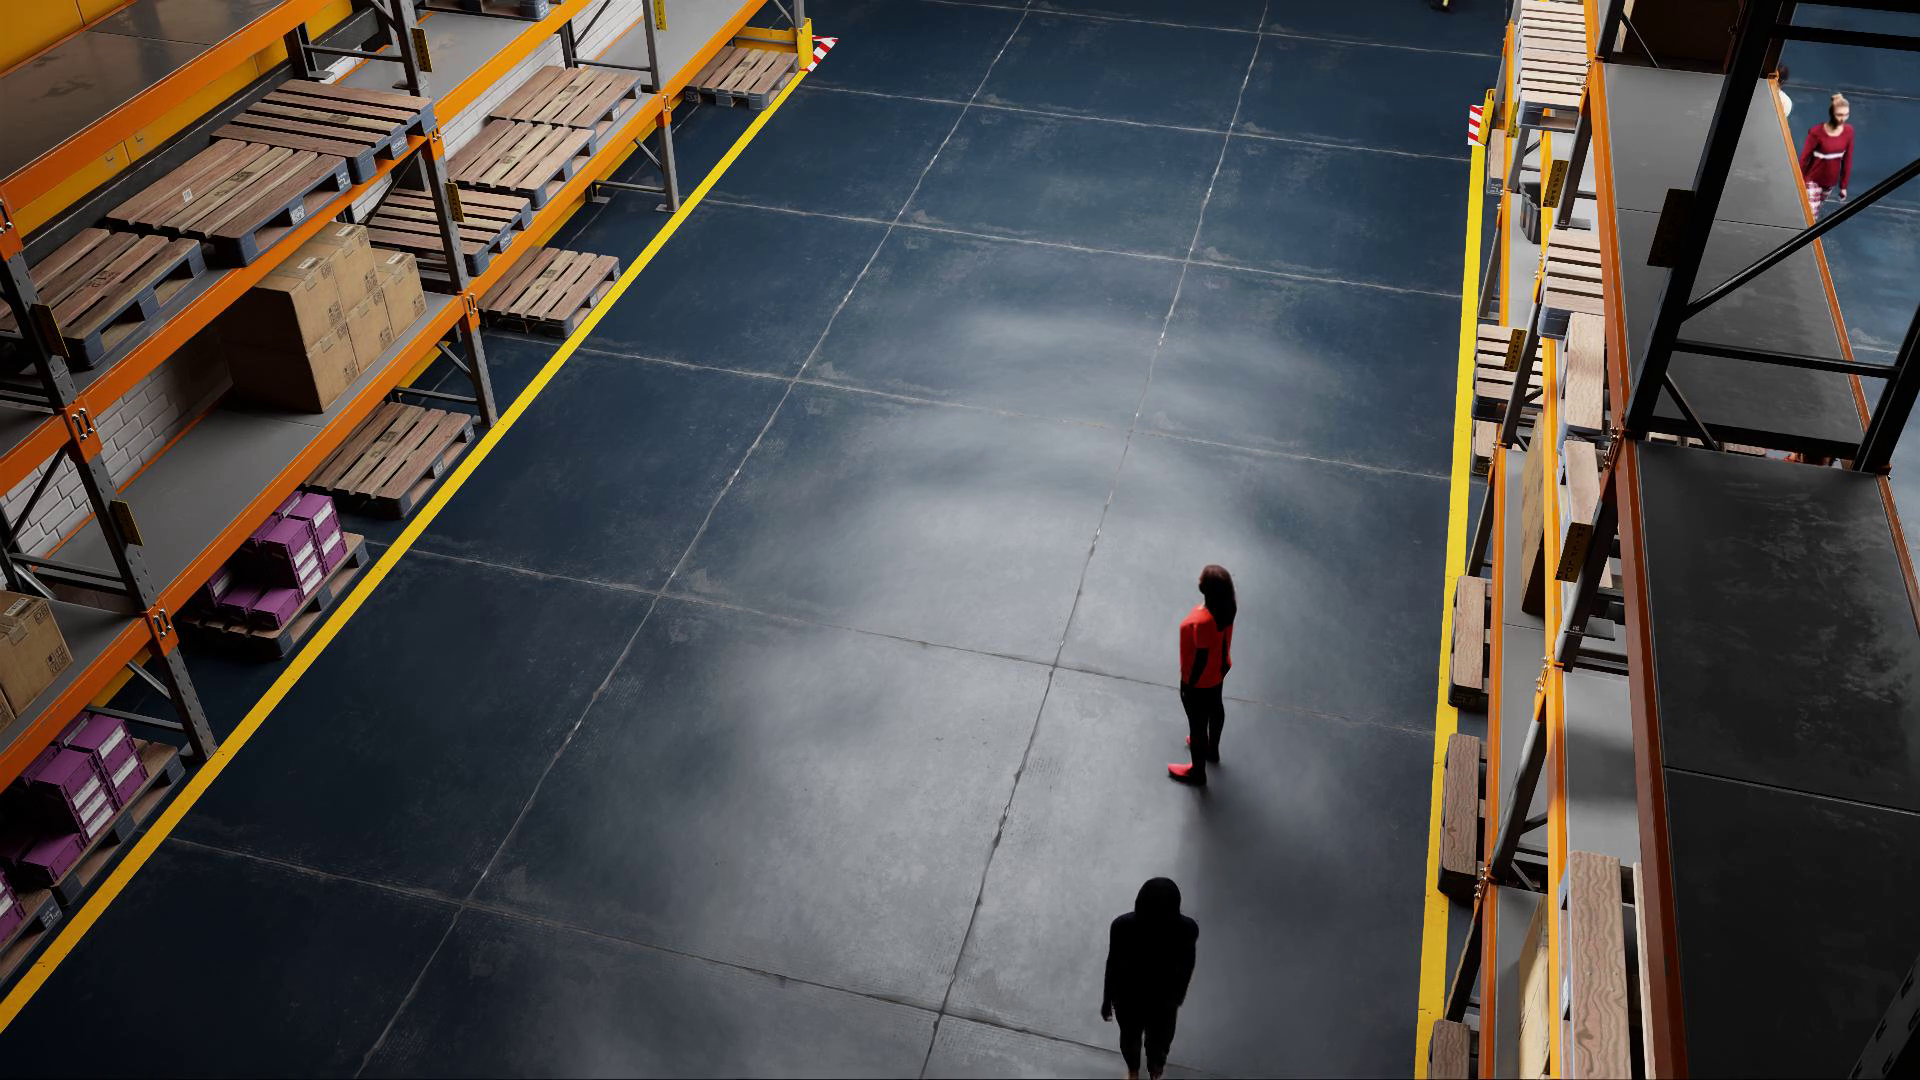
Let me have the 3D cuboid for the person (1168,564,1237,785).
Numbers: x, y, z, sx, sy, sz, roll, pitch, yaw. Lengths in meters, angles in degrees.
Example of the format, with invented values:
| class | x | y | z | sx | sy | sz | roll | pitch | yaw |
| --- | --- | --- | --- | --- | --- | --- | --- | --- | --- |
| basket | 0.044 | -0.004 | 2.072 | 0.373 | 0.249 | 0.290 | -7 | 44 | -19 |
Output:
| class | x | y | z | sx | sy | sz | roll | pitch | yaw |
| --- | --- | --- | --- | --- | --- | --- | --- | --- | --- |
| person | 1.554 | 0.834 | 10.459 | 0.714 | 1.694 | 0.565 | 21 | 43 | 25 |

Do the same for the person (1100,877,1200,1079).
| class | x | y | z | sx | sy | sz | roll | pitch | yaw |
| --- | --- | --- | --- | --- | --- | --- | --- | --- | --- |
| person | 0.962 | 2.258 | 8.650 | 0.658 | 1.727 | 0.669 | 4 | 39 | 5 |

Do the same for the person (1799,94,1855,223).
| class | x | y | z | sx | sy | sz | roll | pitch | yaw |
| --- | --- | --- | --- | --- | --- | --- | --- | --- | --- |
| person | 8.121 | -3.428 | 15.825 | 0.900 | 1.658 | 1.124 | -6 | 39 | -8 |
